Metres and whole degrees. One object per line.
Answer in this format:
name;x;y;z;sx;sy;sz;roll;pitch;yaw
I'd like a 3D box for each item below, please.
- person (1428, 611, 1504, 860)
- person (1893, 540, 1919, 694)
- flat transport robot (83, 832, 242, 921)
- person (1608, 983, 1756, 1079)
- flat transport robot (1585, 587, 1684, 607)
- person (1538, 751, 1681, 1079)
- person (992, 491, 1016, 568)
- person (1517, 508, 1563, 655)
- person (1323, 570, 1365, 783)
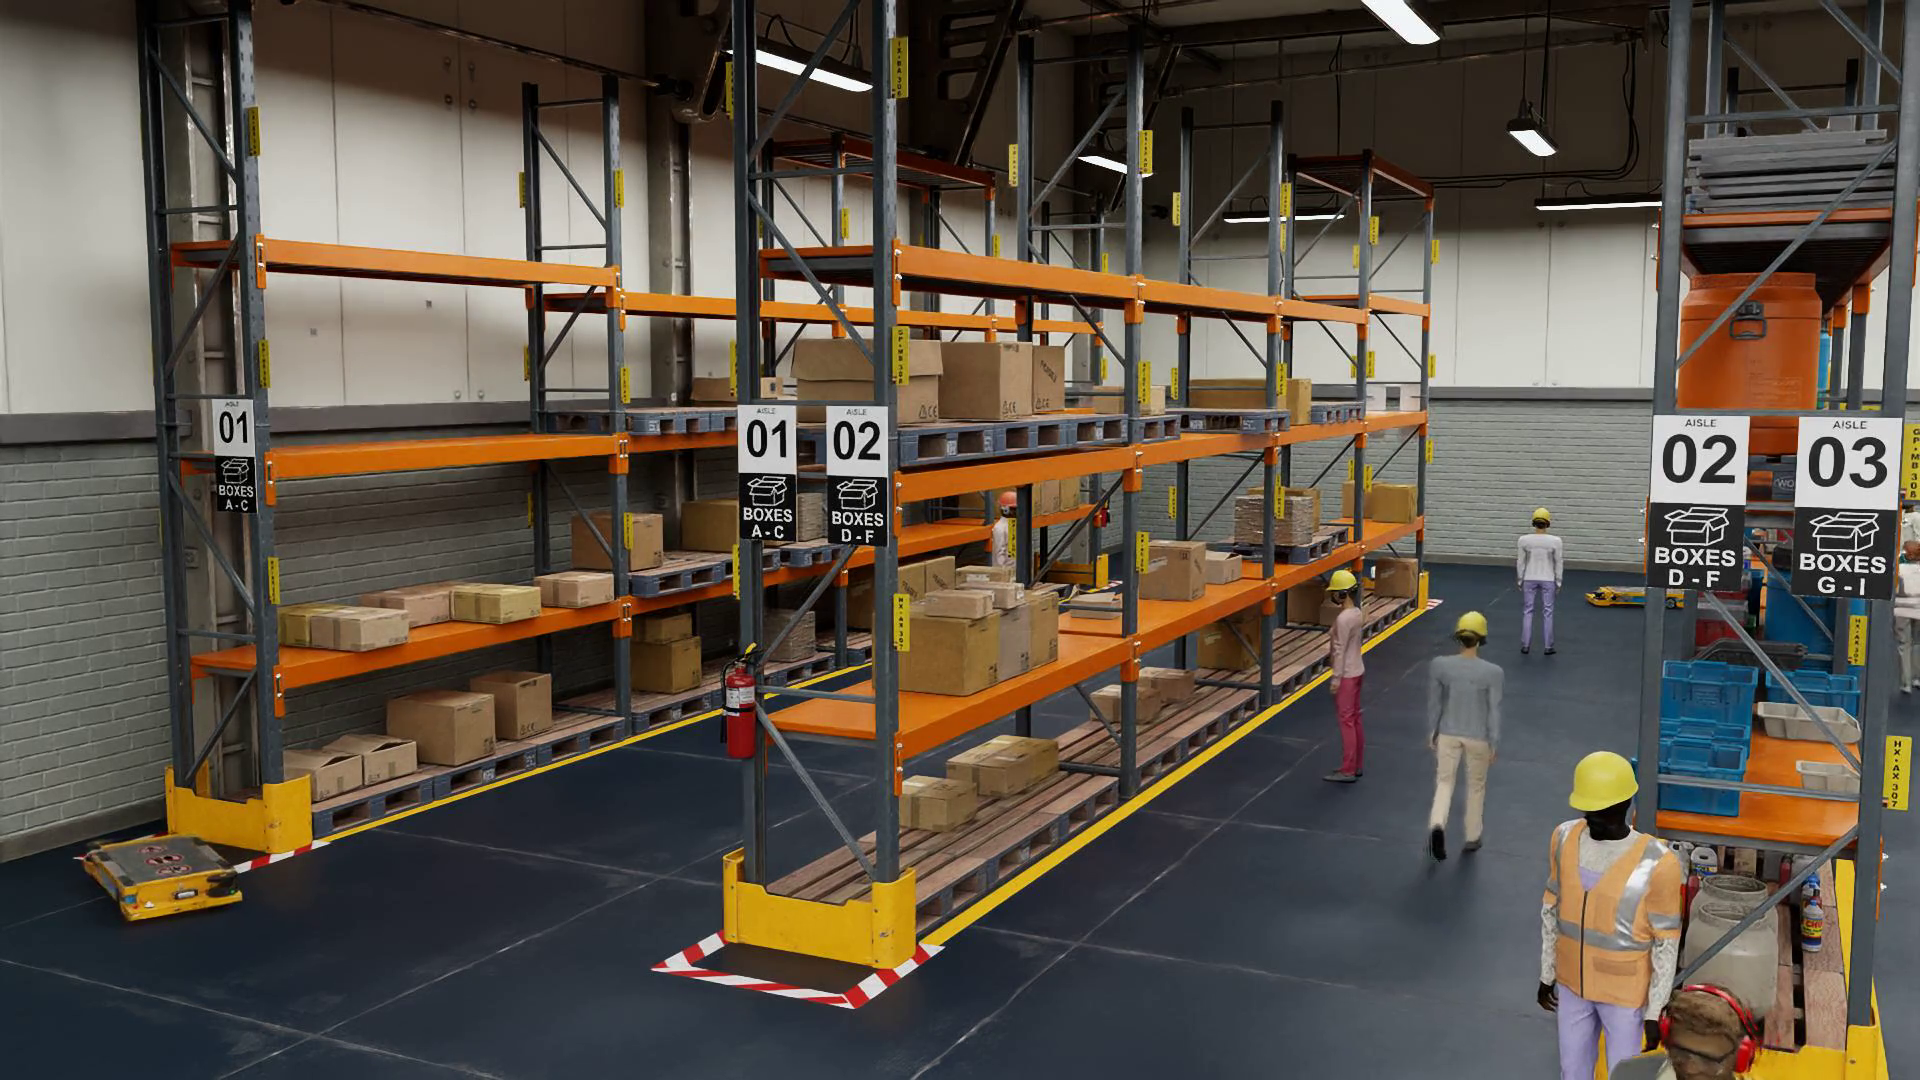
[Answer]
person;3.509;1.367;11.613;0.526;1.745;0.732;3;7;29
person;10.067;0.807;17.638;0.512;1.616;0.566;2;6;16
flat transport robot;-5.246;2.170;10.900;0.652;0.197;1.431;-5;7;-38
person;1.983;2.058;4.517;0.462;1.819;0.615;-4;7;-34
flat transport robot;9.858;0.818;24.045;1.431;0.197;0.652;1;6;10
person;2.580;1.788;6.696;0.377;1.918;0.585;-4;7;-35
person;0.556;0.422;19.597;0.375;1.997;0.609;1;6;13
person;6.965;0.497;19.984;0.533;1.766;0.314;3;6;25
person;3.196;1.131;13.856;0.333;1.761;0.522;3;7;27
